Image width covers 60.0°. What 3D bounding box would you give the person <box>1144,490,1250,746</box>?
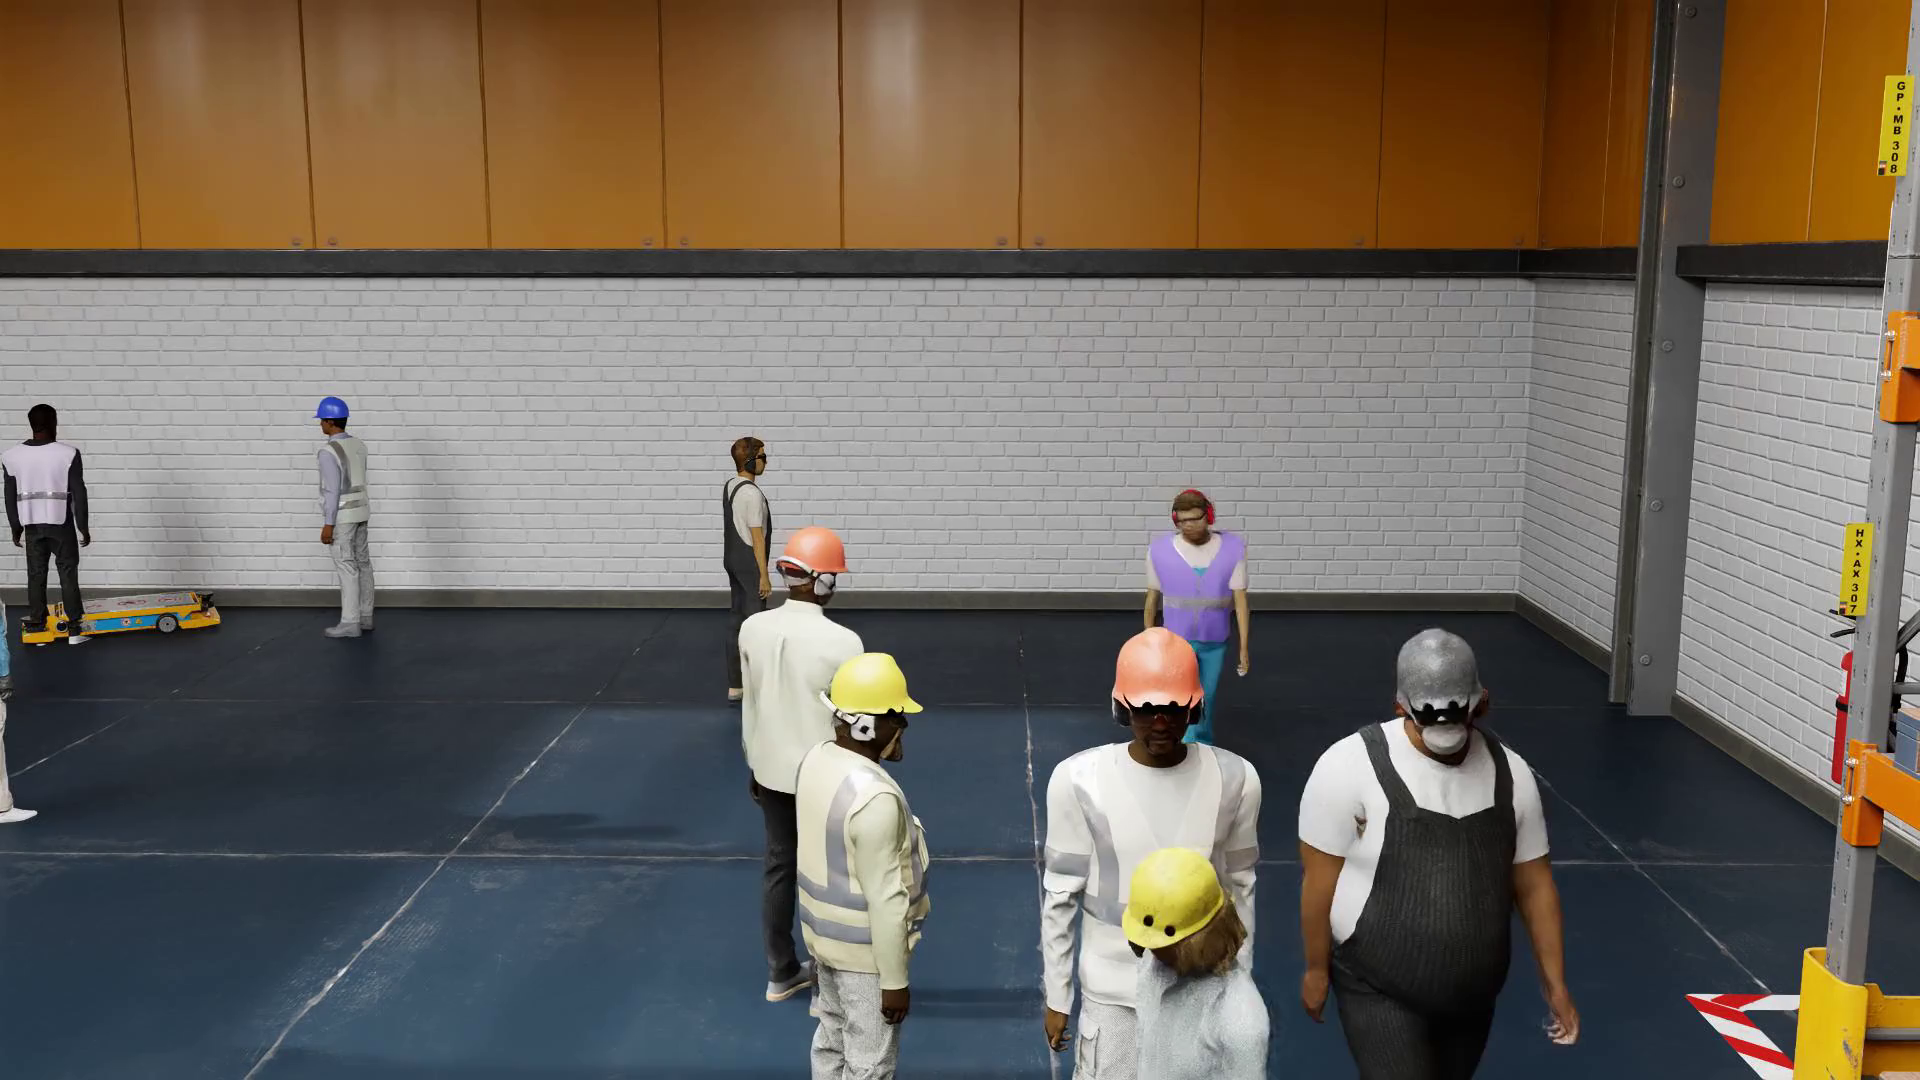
[{"bbox_3d":[1.351,0.579,9.434,0.598,1.765,1.057,0,9,-1],"label":"person"}]

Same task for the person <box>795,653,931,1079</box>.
[{"bbox_3d":[-0.295,1.250,5.216,0.404,1.828,0.601,-5,11,-26],"label":"person"}]

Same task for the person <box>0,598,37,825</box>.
[{"bbox_3d":[-5.288,0.726,8.932,0.512,1.638,0.307,5,11,26],"label":"person"}]

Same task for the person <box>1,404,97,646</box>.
[{"bbox_3d":[-7.200,-0.113,13.138,0.590,1.911,0.386,-1,10,-8],"label":"person"}]

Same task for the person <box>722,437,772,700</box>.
[{"bbox_3d":[-1.438,0.213,11.379,0.345,1.847,0.504,-6,11,-33],"label":"person"}]

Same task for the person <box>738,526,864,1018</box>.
[{"bbox_3d":[-0.605,0.928,6.702,0.621,1.980,0.425,6,11,32],"label":"person"}]

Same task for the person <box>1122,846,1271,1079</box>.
[{"bbox_3d":[0.599,1.517,3.965,0.537,1.704,0.523,-5,11,-27],"label":"person"}]

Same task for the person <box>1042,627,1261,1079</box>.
[{"bbox_3d":[0.540,1.239,4.643,0.614,2.040,0.390,-1,10,-6],"label":"person"}]

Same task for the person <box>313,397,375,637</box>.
[{"bbox_3d":[-4.997,-0.187,13.470,0.406,1.948,0.605,1,10,7],"label":"person"}]

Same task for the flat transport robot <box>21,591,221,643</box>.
[{"bbox_3d":[-6.888,0.618,13.662,1.431,0.197,0.652,-5,11,-28],"label":"flat transport robot"}]
